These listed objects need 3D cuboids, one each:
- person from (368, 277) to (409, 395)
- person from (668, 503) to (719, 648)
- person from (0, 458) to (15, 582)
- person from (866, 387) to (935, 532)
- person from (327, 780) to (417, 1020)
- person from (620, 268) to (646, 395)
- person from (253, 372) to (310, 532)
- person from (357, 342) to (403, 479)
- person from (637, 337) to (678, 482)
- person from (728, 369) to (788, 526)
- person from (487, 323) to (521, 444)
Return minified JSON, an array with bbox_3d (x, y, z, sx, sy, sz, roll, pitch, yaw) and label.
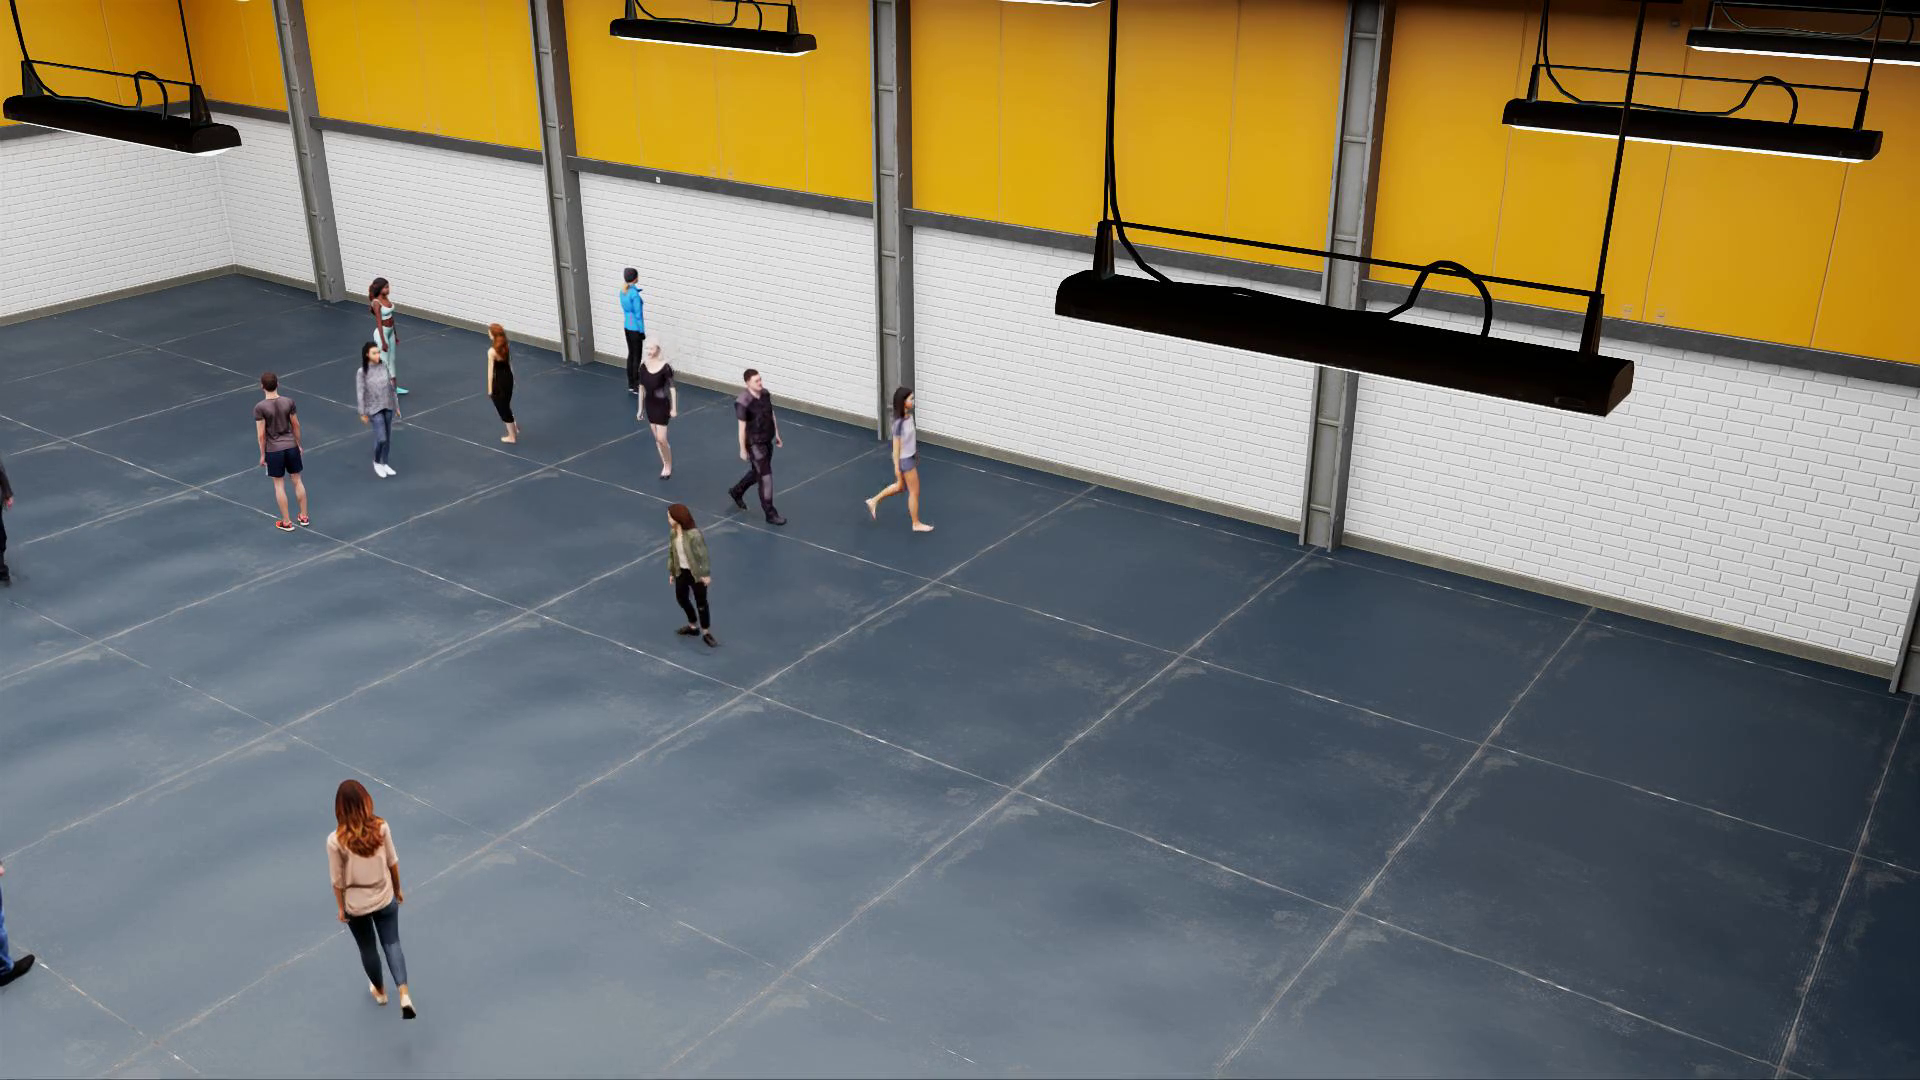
[{"bbox_3d":[-8.026,-2.828,23.222,0.657,1.725,0.644,4,24,9],"label":"person"},{"bbox_3d":[-2.587,0.346,16.298,0.431,1.454,0.736,9,25,19],"label":"person"},{"bbox_3d":[-10.337,-0.404,17.609,0.899,1.778,1.265,-21,31,-39],"label":"person"},{"bbox_3d":[-0.713,-0.902,18.837,1.116,1.706,0.832,6,24,14],"label":"person"},{"bbox_3d":[-3.913,2.455,11.076,0.826,1.772,1.041,-14,27,-30],"label":"person"},{"bbox_3d":[-4.603,-2.959,23.430,0.740,1.796,0.593,-15,28,-30],"label":"person"},{"bbox_3d":[-7.722,-1.016,18.917,0.586,1.852,0.687,21,31,39],"label":"person"},{"bbox_3d":[-7.202,-1.623,20.469,0.580,1.720,0.601,15,28,31],"label":"person"},{"bbox_3d":[-3.651,-1.622,20.350,0.646,1.814,0.714,9,25,20],"label":"person"},{"bbox_3d":[-2.386,-1.104,19.159,1.176,1.820,0.831,11,26,24],"label":"person"},{"bbox_3d":[-5.838,-2.010,21.484,0.691,1.616,0.674,8,25,18],"label":"person"}]
